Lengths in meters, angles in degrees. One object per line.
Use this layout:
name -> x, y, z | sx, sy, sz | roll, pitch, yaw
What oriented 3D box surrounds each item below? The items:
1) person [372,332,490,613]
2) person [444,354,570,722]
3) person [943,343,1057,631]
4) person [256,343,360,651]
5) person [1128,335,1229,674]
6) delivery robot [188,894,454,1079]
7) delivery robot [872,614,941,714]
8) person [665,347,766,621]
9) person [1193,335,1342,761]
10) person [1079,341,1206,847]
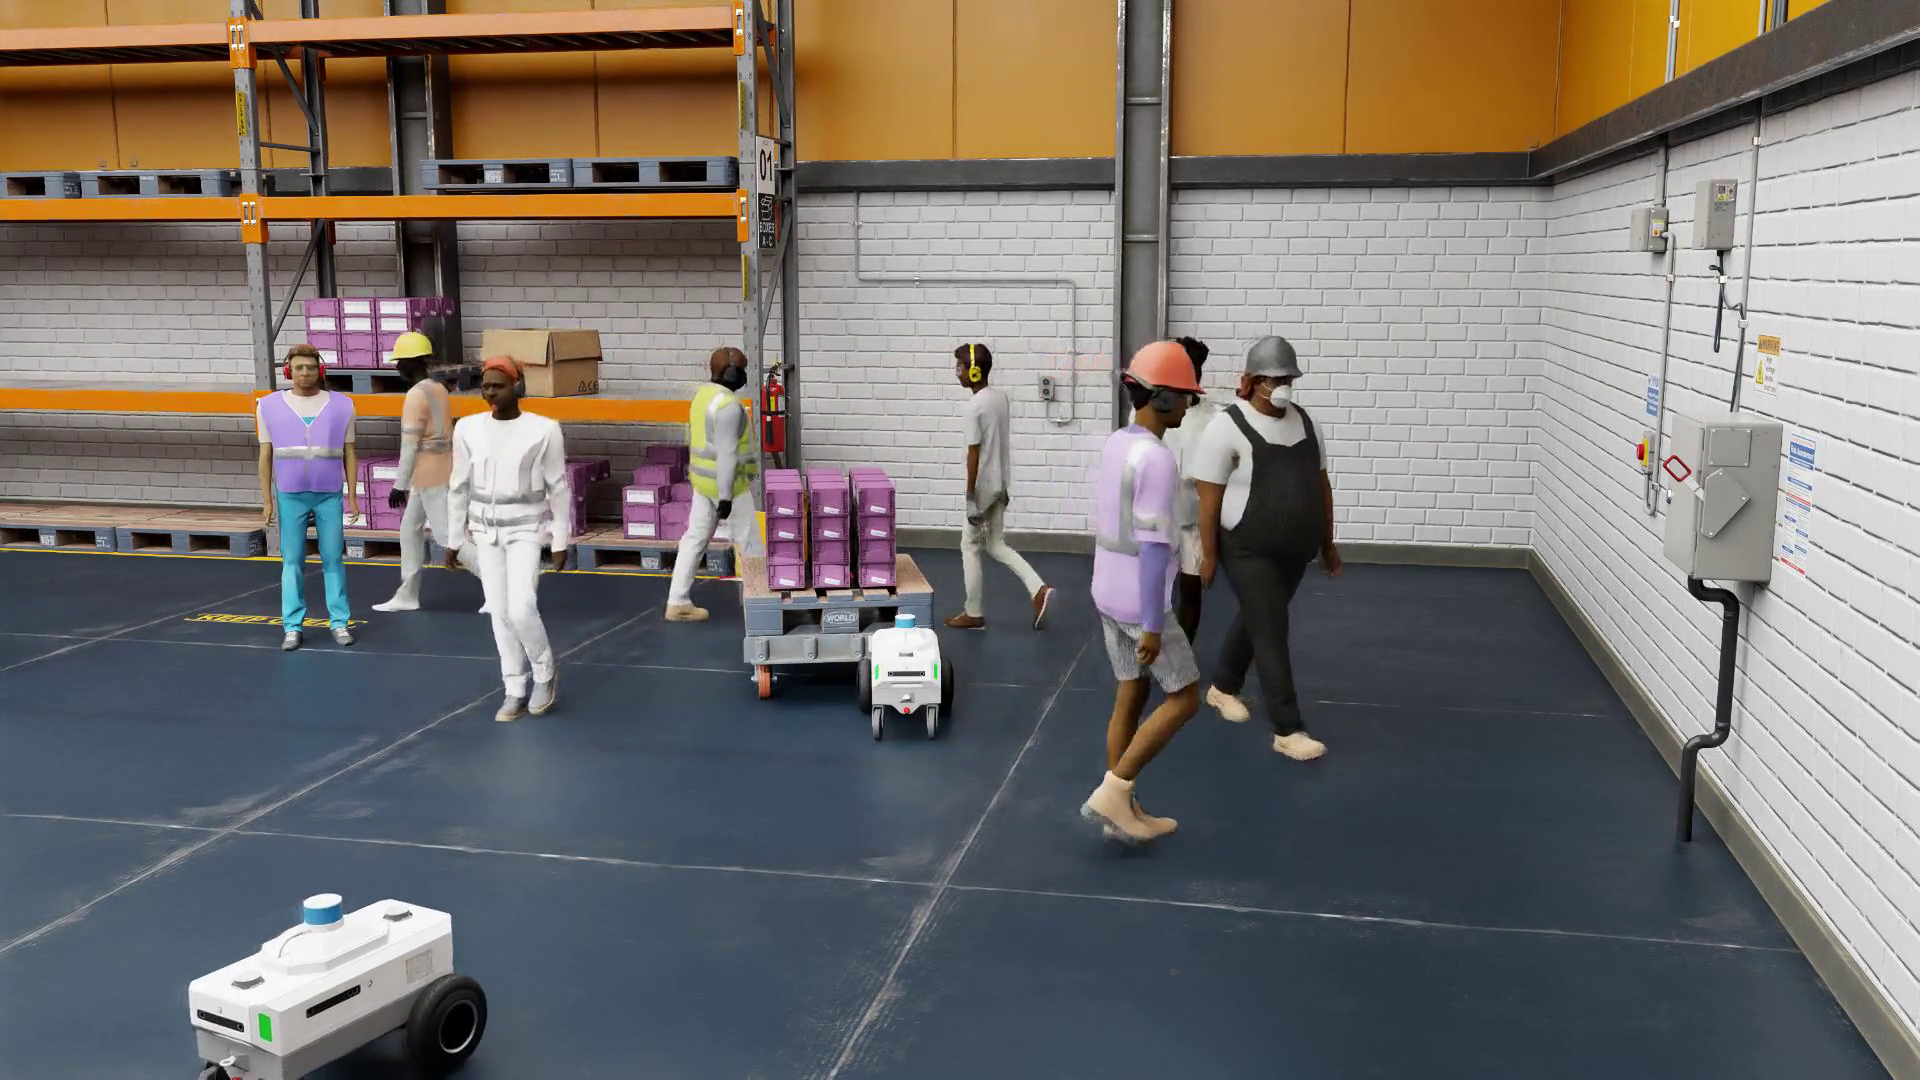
person -> -3.435, -0.434, 11.002 | 0.915, 1.889, 0.590 | -1, 10, -8
person -> -2.298, 0.004, 8.407 | 0.580, 1.869, 0.414 | 2, 10, 13
person -> 0.232, -0.309, 10.376 | 0.741, 1.840, 0.553 | 6, 11, 32
person -> -3.935, -0.266, 10.085 | 0.567, 1.849, 0.389 | -4, 10, -24
person -> 1.192, -0.140, 9.028 | 0.641, 1.944, 0.496 | 1, 10, 8
delivery robot -> -1.768, 1.235, 4.649 | 0.477, 0.478, 0.707 | 5, 11, 28
delivery robot -> -0.274, 0.618, 8.368 | 0.477, 0.478, 0.707 | 0, 9, -3
person -> -1.492, -0.356, 10.850 | 0.984, 1.791, 0.653 | -6, 11, -30
person -> 1.491, -0.034, 8.112 | 0.690, 2.000, 1.027 | -6, 11, -32
person -> 0.748, 0.231, 6.565 | 0.440, 2.024, 0.621 | -2, 10, -14
